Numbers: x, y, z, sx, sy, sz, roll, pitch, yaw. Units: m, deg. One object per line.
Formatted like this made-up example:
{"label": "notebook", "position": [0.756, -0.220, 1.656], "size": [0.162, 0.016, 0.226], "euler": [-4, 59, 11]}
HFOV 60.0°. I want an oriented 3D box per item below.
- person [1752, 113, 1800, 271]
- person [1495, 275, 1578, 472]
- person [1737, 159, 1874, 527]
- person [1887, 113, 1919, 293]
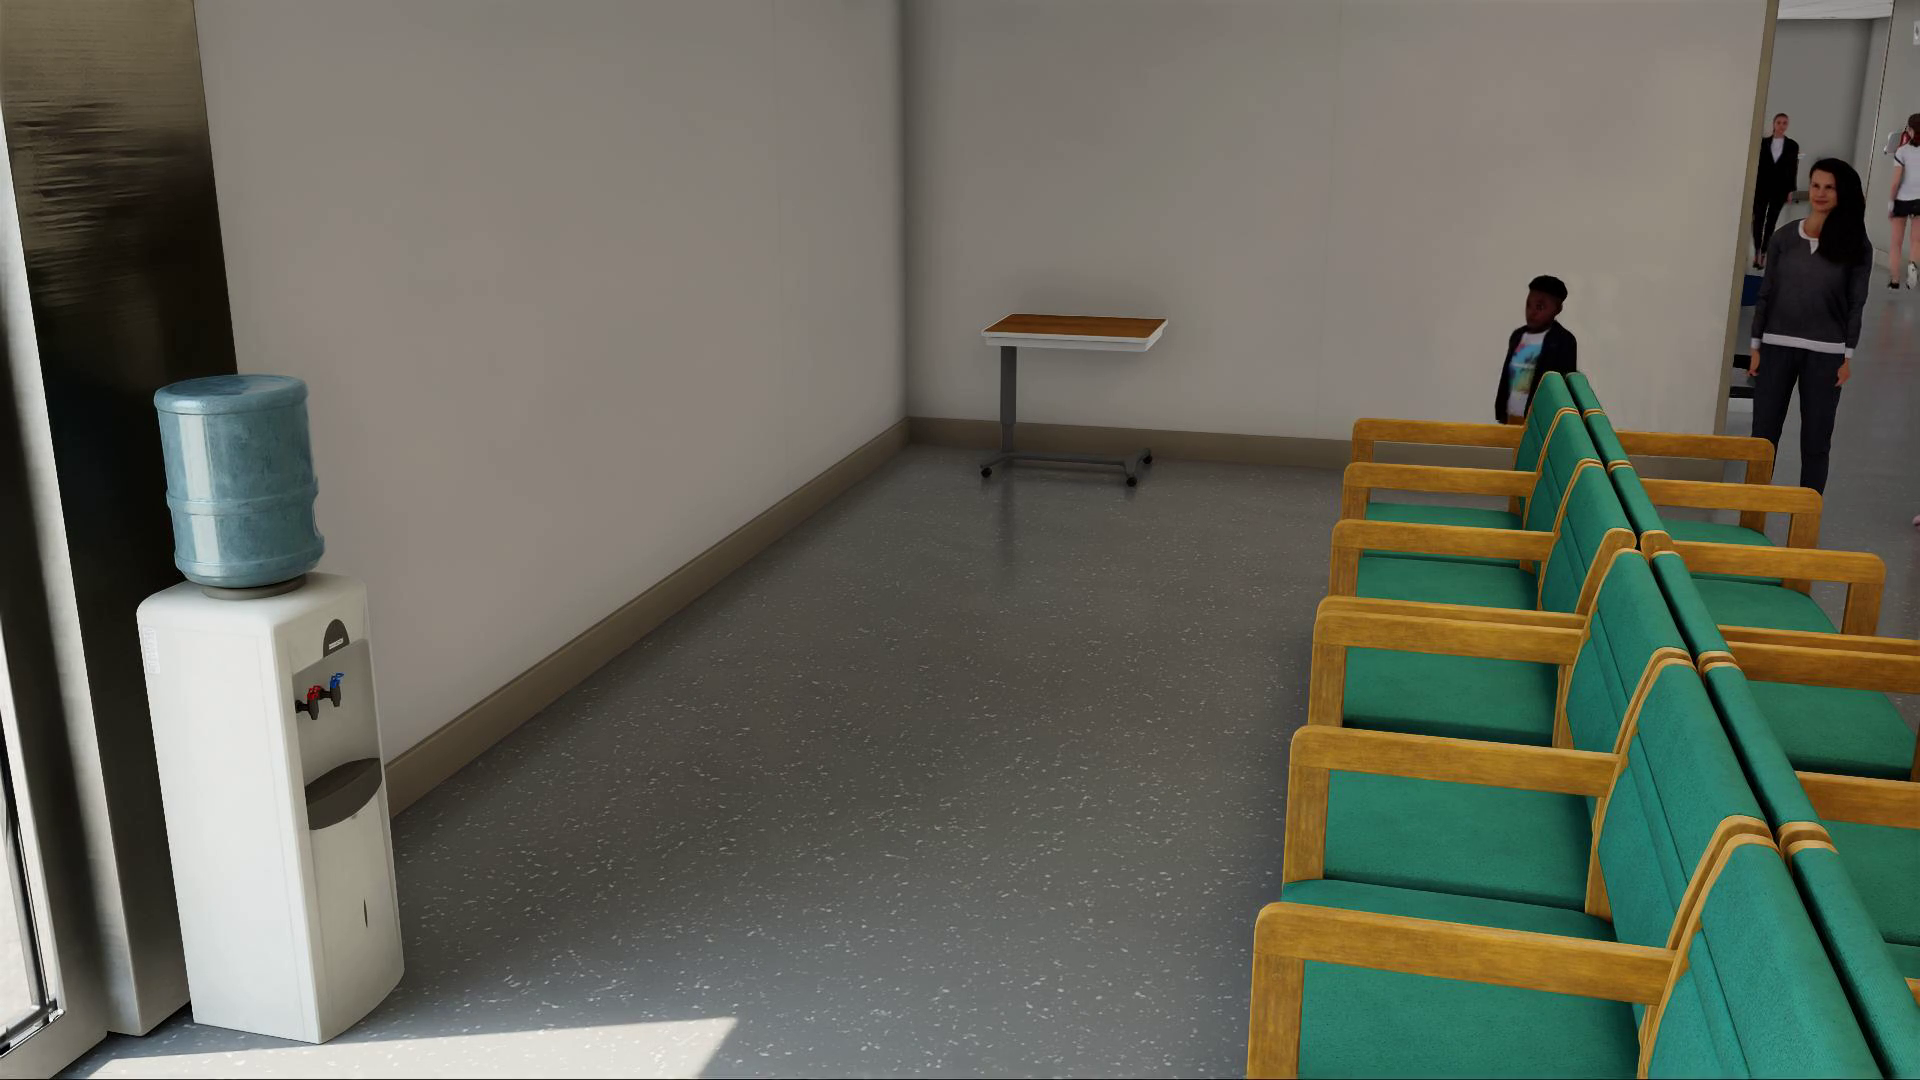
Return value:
{"label": "person", "position": [8.947, -3.834, 18.366], "size": [0.526, 1.695, 0.716], "euler": [6, 17, 20]}
{"label": "person", "position": [2.698, -0.592, 7.669], "size": [0.731, 1.258, 0.670], "euler": [-9, 18, -30]}
{"label": "person", "position": [3.899, -0.866, 7.698], "size": [0.600, 1.771, 0.742], "euler": [12, 20, 37]}
{"label": "person", "position": [9.294, -3.248, 16.226], "size": [0.932, 1.728, 0.681], "euler": [6, 17, 19]}
